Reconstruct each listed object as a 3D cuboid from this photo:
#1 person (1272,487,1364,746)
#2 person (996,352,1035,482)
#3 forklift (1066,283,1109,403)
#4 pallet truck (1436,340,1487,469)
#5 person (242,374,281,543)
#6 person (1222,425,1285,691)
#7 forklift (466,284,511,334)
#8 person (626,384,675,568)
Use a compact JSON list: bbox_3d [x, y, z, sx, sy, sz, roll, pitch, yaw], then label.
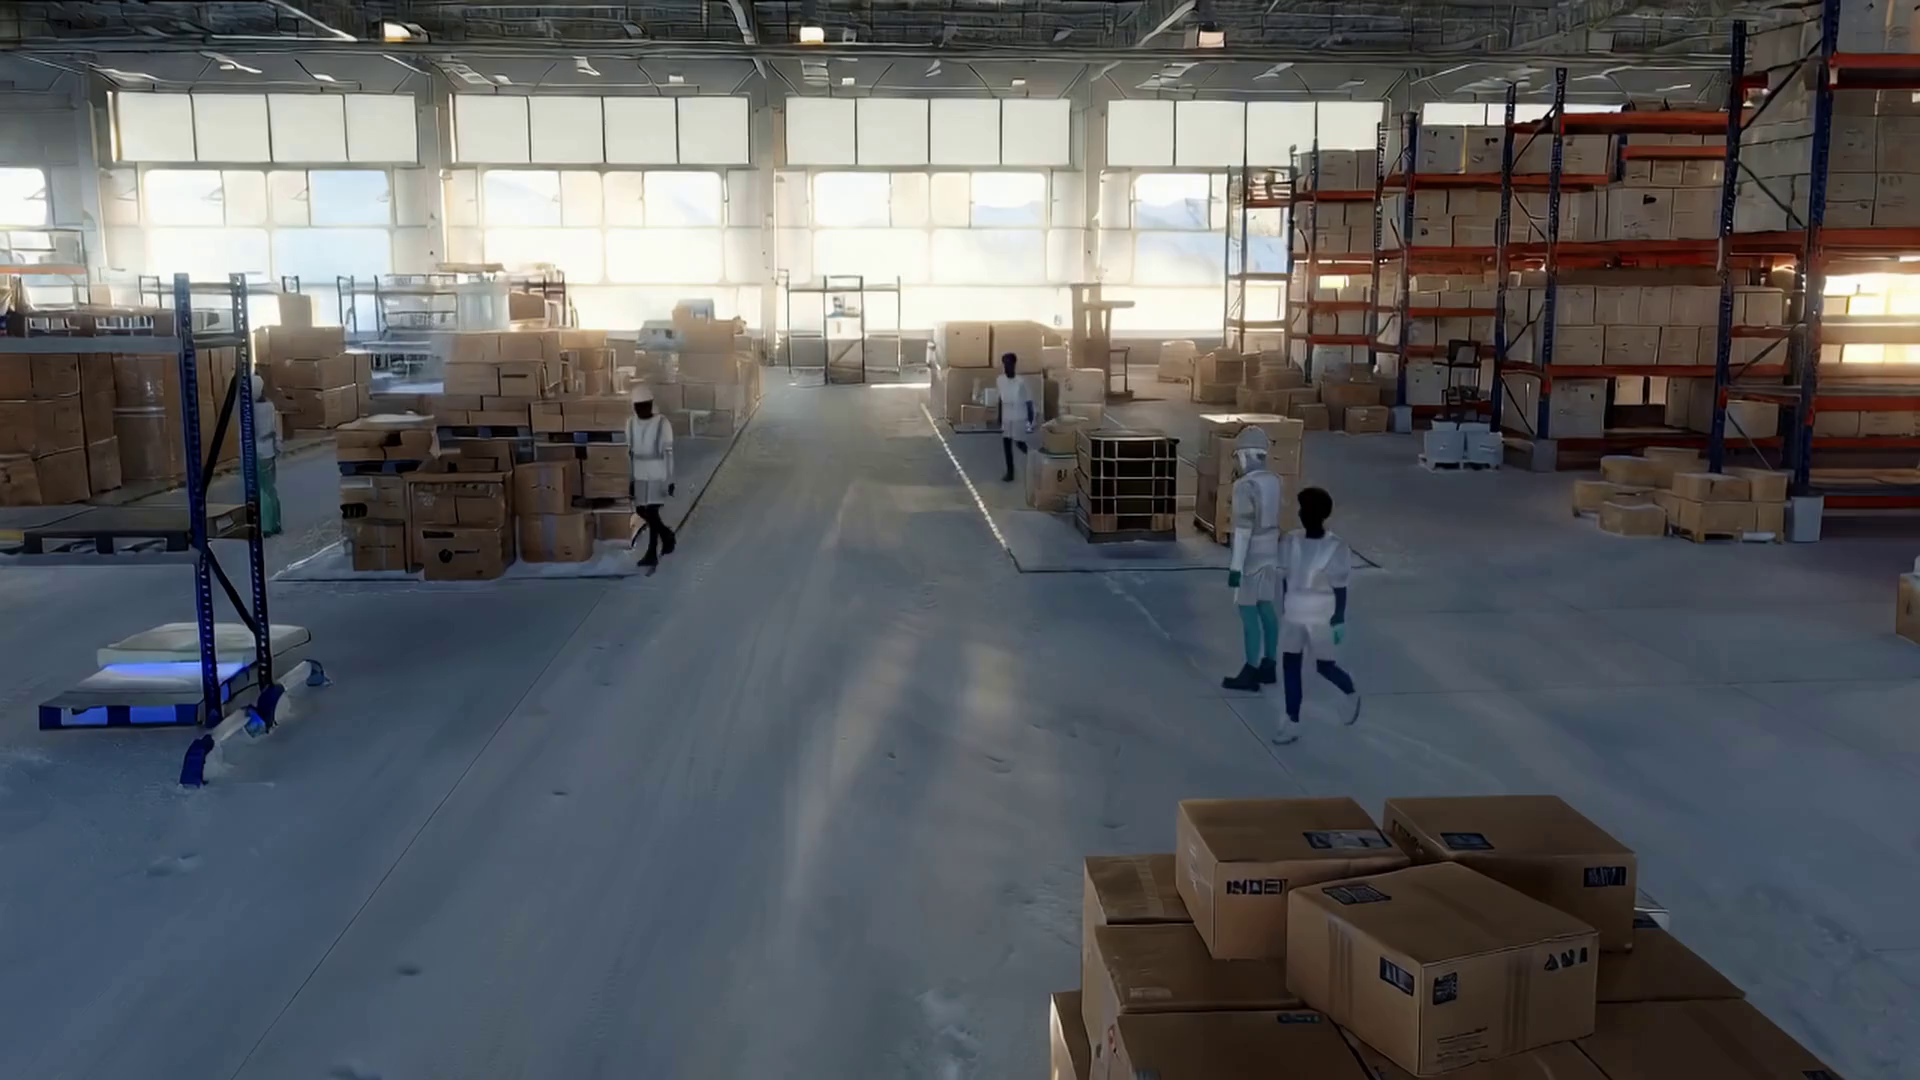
[{"bbox_3d":[2.343,0.475,10.806,0.704,1.676,0.533,-8,12,-41],"label":"person"},{"bbox_3d":[0.839,-1.810,24.401,0.613,1.930,0.684,6,11,35],"label":"person"},{"bbox_3d":[2.987,-4.718,39.657,1.873,2.768,1.129,6,11,35],"label":"forklift"},{"bbox_3d":[8.004,-2.170,26.422,0.823,1.965,1.885,2,9,14],"label":"pallet truck"},{"bbox_3d":[-7.912,-0.918,18.805,0.392,1.920,0.591,1,9,4],"label":"person"},{"bbox_3d":[2.128,0.129,12.168,0.379,1.937,0.548,9,12,43],"label":"person"},{"bbox_3d":[-10.636,-4.409,37.714,1.129,2.768,1.873,-7,11,-36],"label":"forklift"},{"bbox_3d":[-3.219,-0.700,17.480,0.549,1.911,0.791,4,10,22],"label":"person"}]
